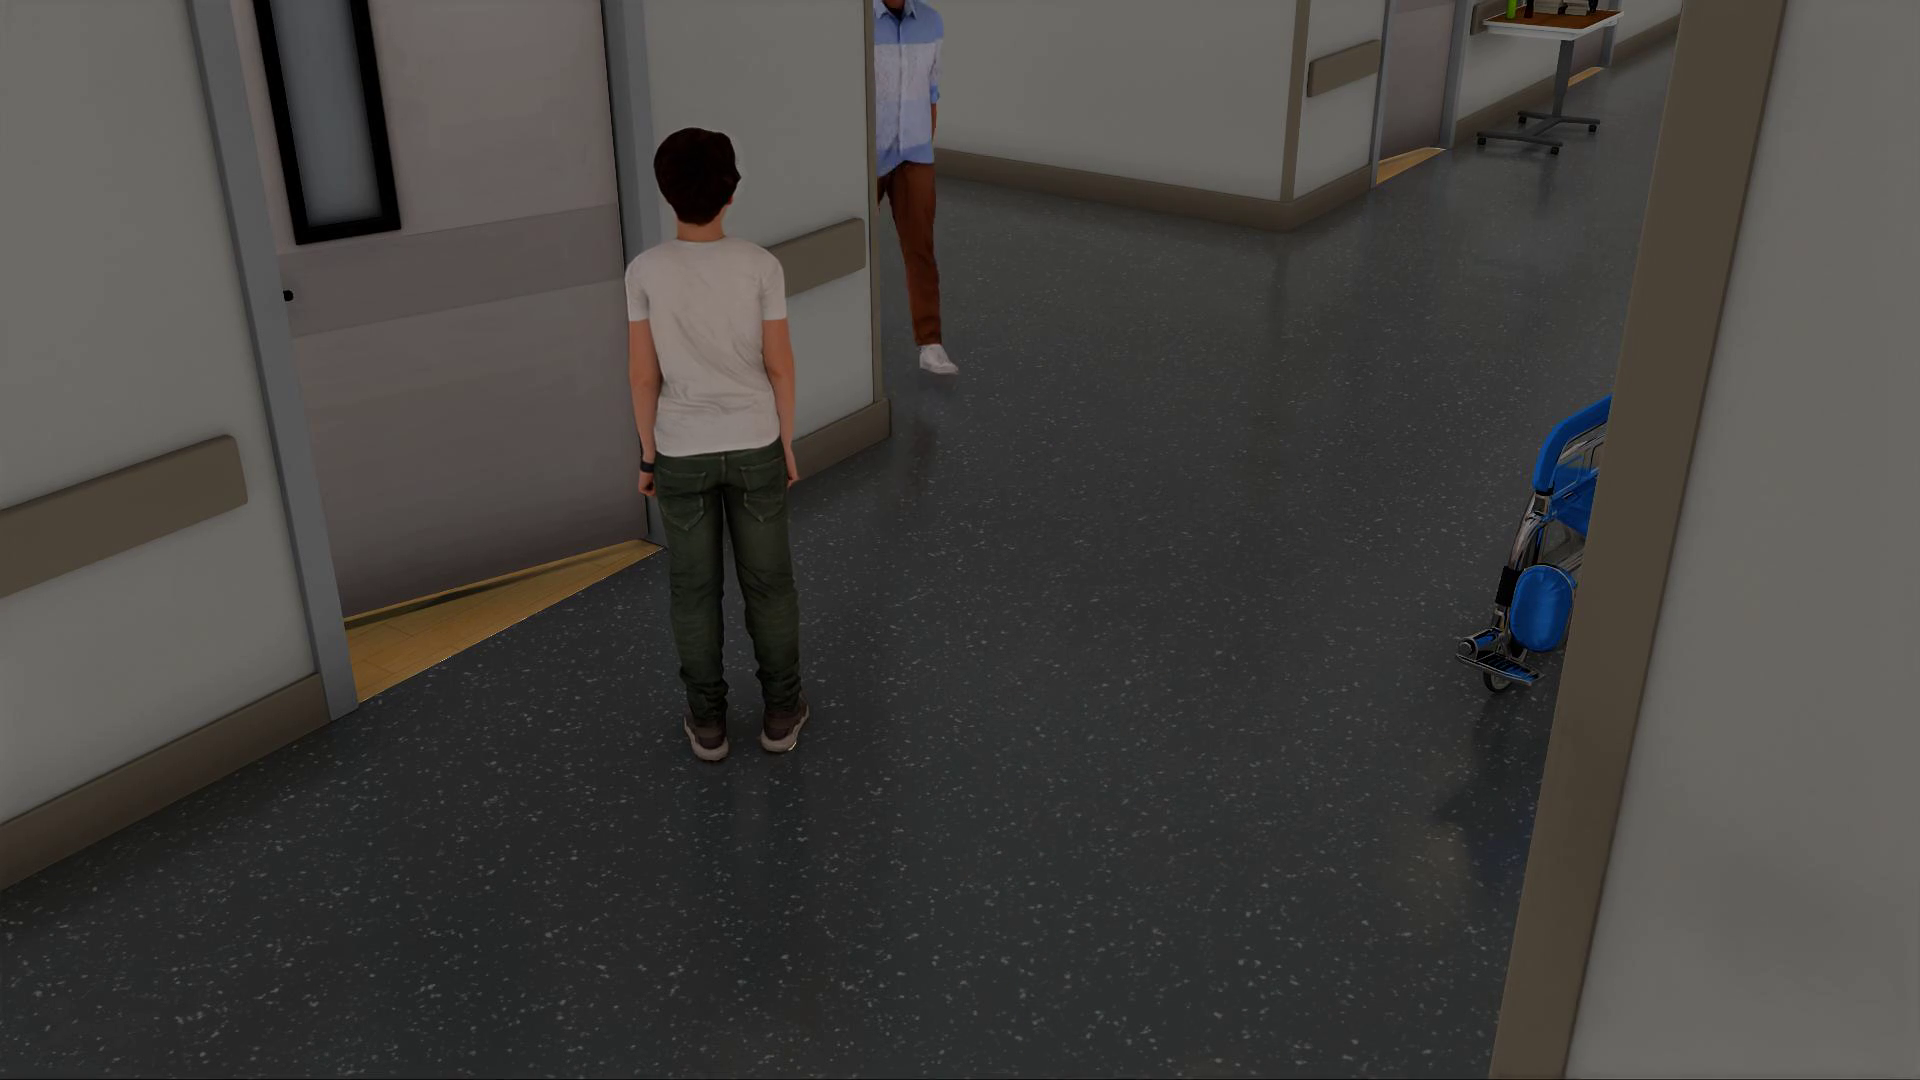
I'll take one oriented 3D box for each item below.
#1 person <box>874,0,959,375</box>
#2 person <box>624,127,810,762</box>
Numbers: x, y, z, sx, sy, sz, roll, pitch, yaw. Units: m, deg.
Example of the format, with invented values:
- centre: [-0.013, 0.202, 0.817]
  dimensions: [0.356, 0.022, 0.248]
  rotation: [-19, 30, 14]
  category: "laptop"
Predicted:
- centre: [-0.362, -1.617, 7.002]
  dimensions: [1.253, 1.767, 1.162]
  rotation: [-10, 28, -21]
  category: "person"
- centre: [-0.612, -0.209, 4.214]
  dimensions: [0.660, 1.654, 0.712]
  rotation: [-3, 26, -6]
  category: "person"
